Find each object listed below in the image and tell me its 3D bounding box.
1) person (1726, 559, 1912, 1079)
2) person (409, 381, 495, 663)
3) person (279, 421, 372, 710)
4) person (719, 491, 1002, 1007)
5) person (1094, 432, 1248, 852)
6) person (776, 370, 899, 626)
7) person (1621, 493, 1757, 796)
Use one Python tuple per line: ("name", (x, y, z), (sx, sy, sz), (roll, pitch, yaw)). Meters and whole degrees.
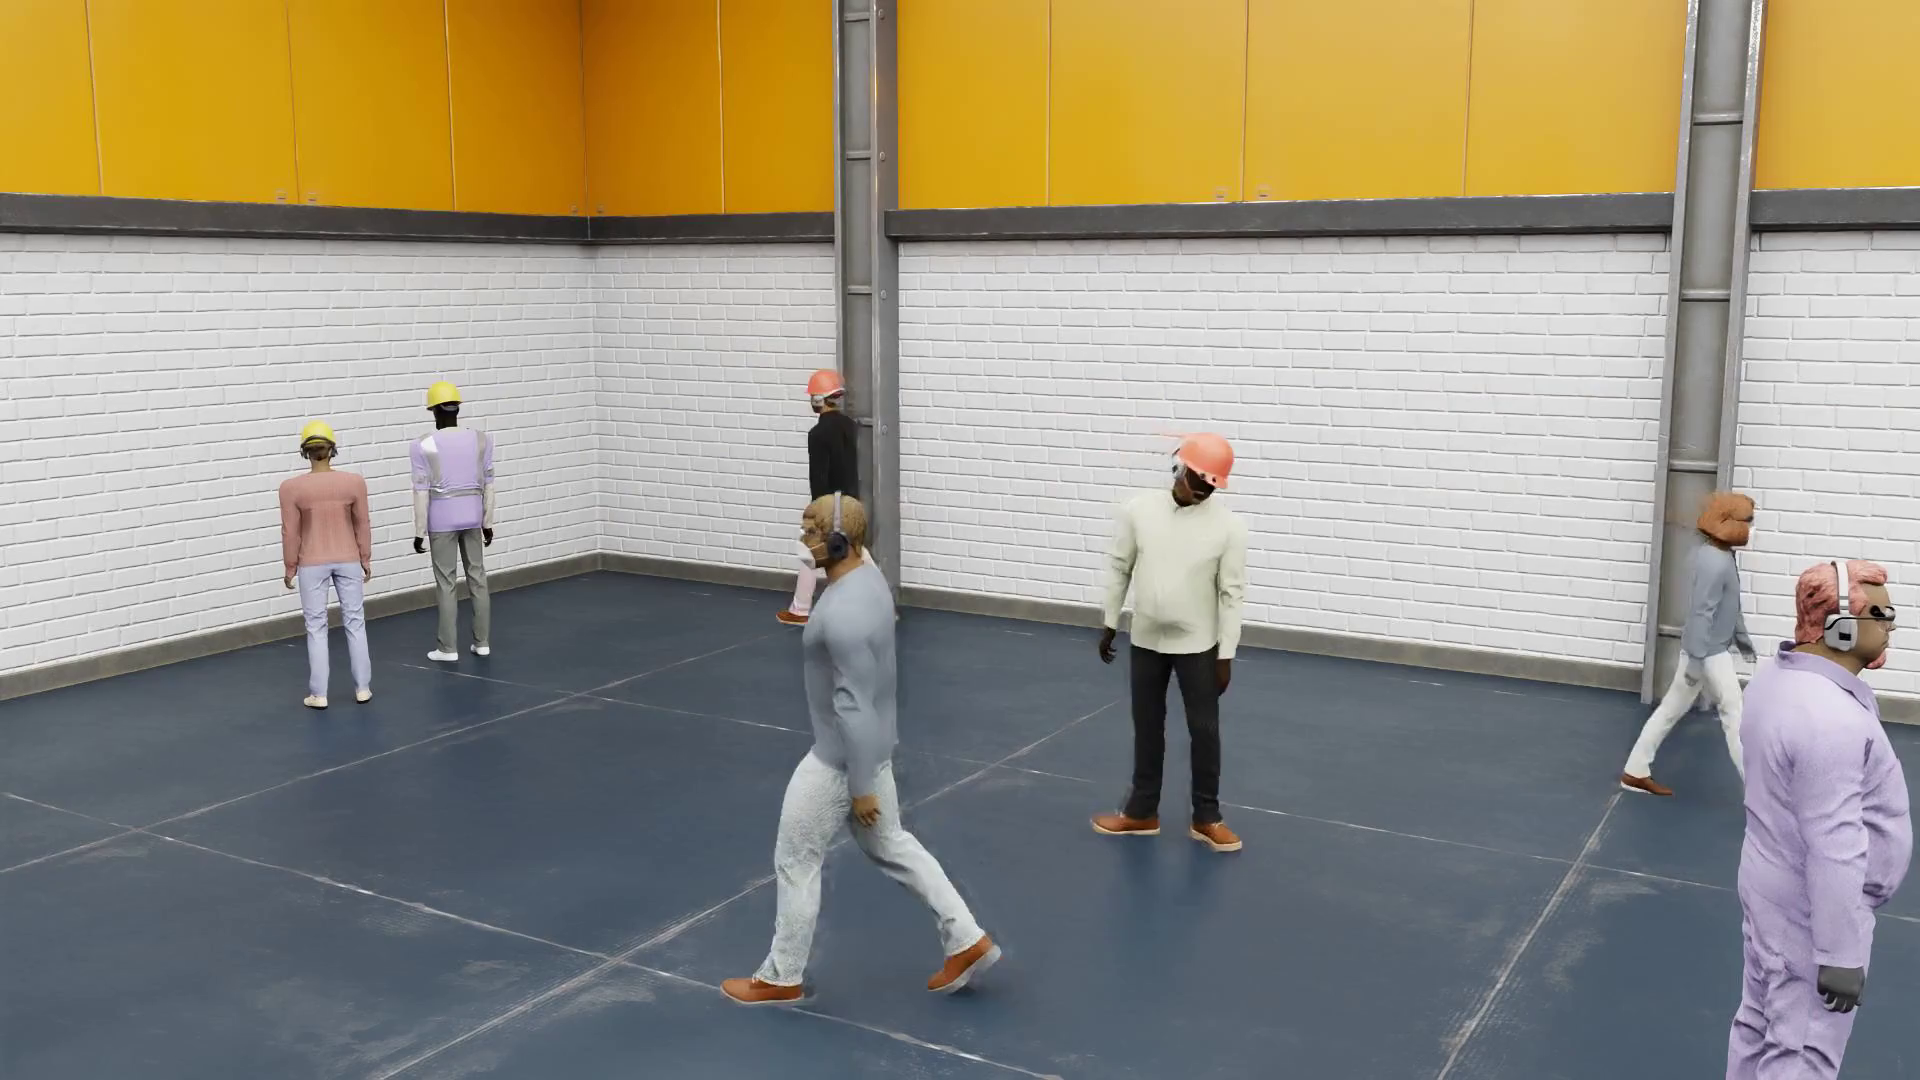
("person", (2.290, 0.993, 4.436), (0.406, 1.911, 0.639), (2, 9, 12))
("person", (-3.460, -0.121, 11.349), (0.585, 1.921, 0.373), (-8, 12, -41))
("person", (-3.858, 0.154, 10.145), (0.524, 1.760, 0.328), (-6, 11, -31))
("person", (-0.340, 0.757, 5.956), (0.981, 1.901, 0.632), (1, 9, 6))
("person", (0.946, 0.465, 7.642), (0.734, 1.949, 0.389), (5, 11, 30))
("person", (-0.901, -0.283, 12.305), (1.028, 1.955, 0.604), (6, 11, 33))
("person", (3.738, 0.550, 8.212), (0.871, 1.584, 0.516), (4, 10, 24))
